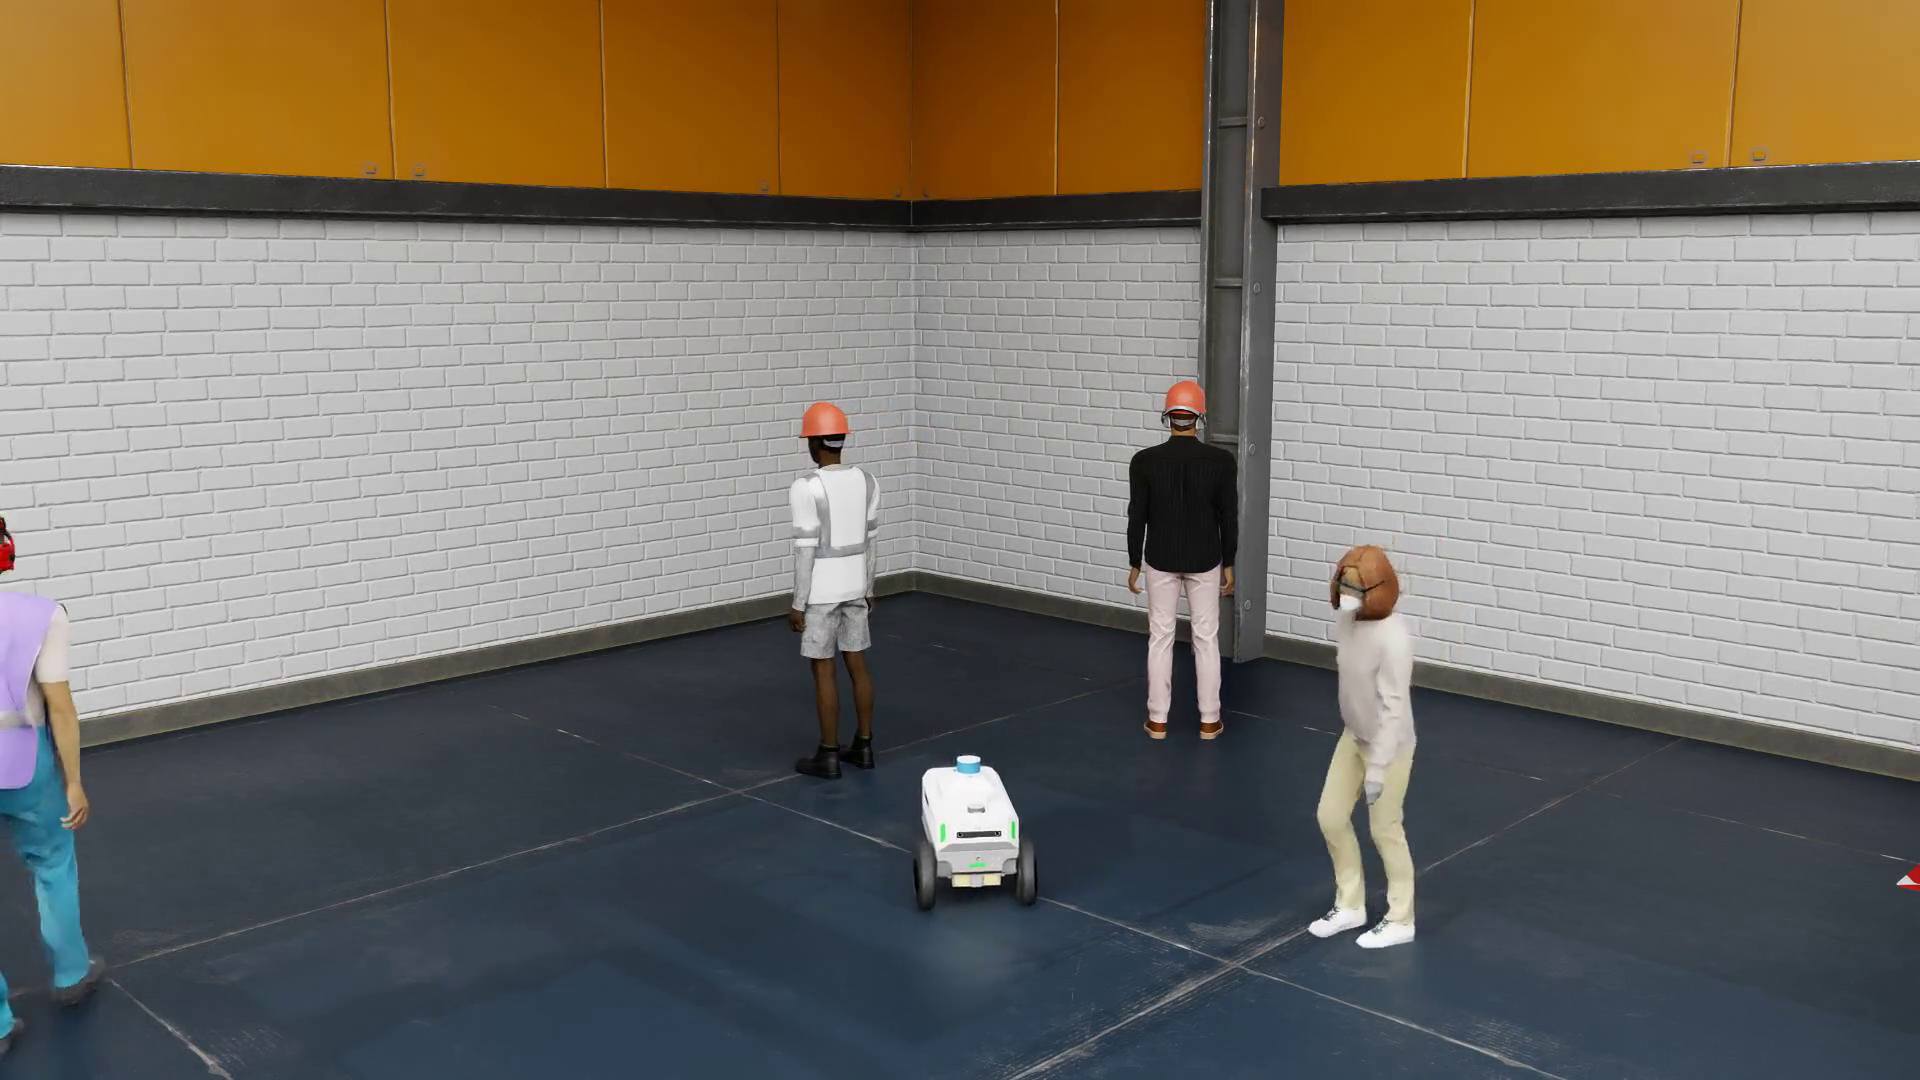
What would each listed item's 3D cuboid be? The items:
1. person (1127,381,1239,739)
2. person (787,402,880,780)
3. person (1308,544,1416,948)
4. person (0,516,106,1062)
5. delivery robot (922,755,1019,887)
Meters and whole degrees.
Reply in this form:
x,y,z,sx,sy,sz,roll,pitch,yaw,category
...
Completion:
x,y,z,sx,sy,sz,roll,pitch,yaw,category
1.232,0.118,9.229,0.612,1.996,0.389,1,9,8,person
-0.672,0.257,8.561,0.377,1.932,0.552,9,13,44,person
1.576,0.791,6.278,0.474,1.595,0.531,-2,10,-15,person
-3.254,0.785,5.669,0.608,1.811,0.817,-2,9,-11,person
0.036,1.152,7.006,0.477,0.478,0.707,-1,9,-6,delivery robot
